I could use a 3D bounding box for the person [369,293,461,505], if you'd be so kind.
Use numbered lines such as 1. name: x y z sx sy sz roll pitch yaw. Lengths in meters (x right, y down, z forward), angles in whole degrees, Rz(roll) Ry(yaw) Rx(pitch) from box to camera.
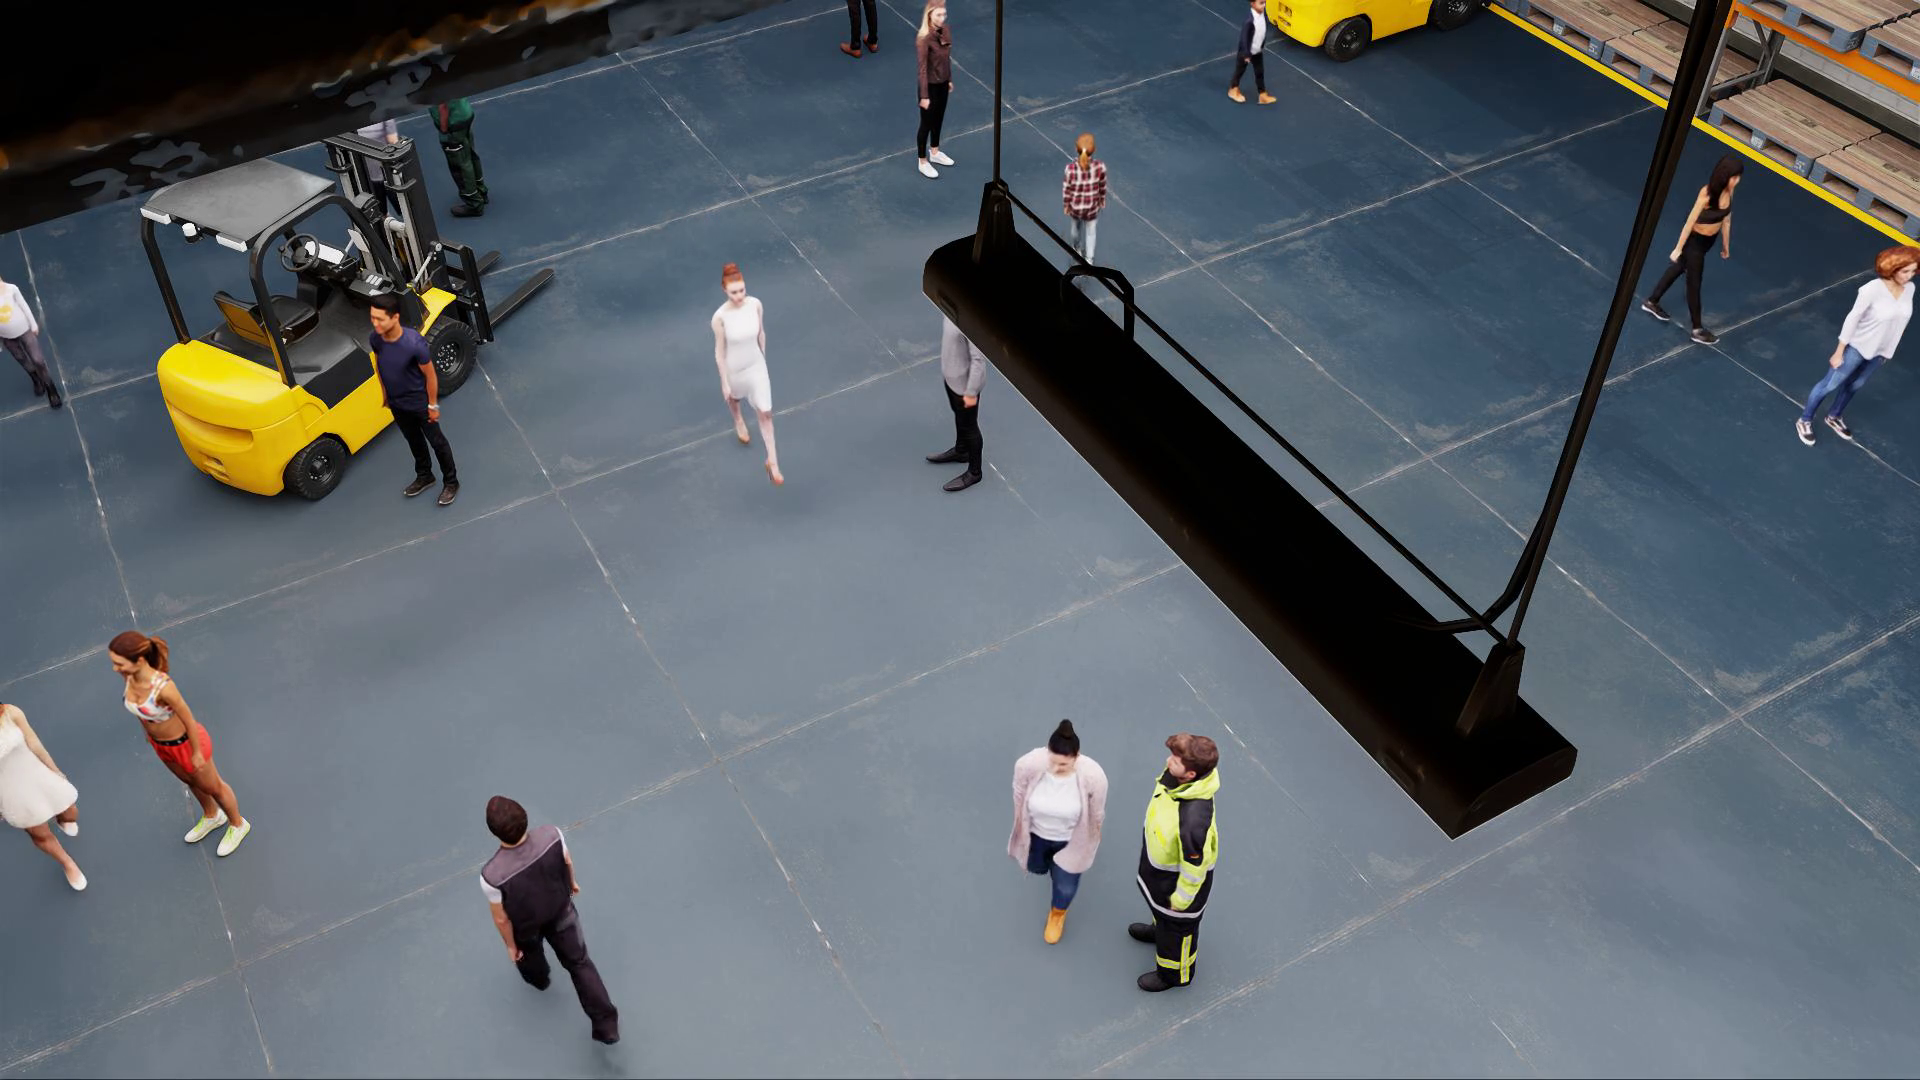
1. person: -3.923 -1.028 11.914 0.688 1.793 0.773 15 45 15

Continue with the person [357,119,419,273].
1. person: -4.885 -3.114 14.052 0.717 1.864 0.713 1 44 1

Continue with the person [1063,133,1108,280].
1. person: 1.069 -2.843 14.184 0.807 1.289 0.951 1 44 1

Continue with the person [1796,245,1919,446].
1. person: 6.765 -1.480 12.448 0.719 1.711 0.702 -8 44 -8

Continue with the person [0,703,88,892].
1. person: -5.387 1.334 9.503 0.665 1.699 0.829 -32 52 -29

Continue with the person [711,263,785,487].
1. person: -1.640 -1.291 12.225 0.586 1.745 1.070 -21 47 -21

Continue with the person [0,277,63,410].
1. person: -7.381 -1.665 12.967 0.547 1.263 0.783 -15 46 -15

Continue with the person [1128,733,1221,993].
1. person: 1.173 1.711 8.902 0.930 1.982 0.781 -2 44 -2

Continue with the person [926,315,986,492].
1. person: 0.032 -1.213 12.015 0.850 1.923 0.634 -13 45 -13

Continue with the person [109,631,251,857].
1. person: -4.516 1.160 9.619 0.631 1.791 0.719 21 48 21

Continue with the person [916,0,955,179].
1. person: -0.239 -4.182 15.291 0.651 1.702 0.676 26 49 24

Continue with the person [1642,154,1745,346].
1. person: 5.934 -2.450 13.537 0.633 1.614 1.009 -25 49 -24

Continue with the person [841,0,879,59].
1. person: -1.031 -5.840 16.899 0.714 1.884 0.577 -27 50 -25

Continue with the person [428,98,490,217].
1. person: -4.490 -3.726 14.713 0.844 1.839 0.740 3 44 3

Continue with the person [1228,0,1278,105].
1. person: 2.825 -4.893 16.396 0.581 1.206 0.779 -30 51 -28

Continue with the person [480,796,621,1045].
1. person: -2.152 2.003 8.717 0.780 1.815 1.202 -29 50 -27

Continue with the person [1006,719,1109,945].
1. person: 0.573 1.525 9.281 0.974 1.727 1.029 12 45 12
